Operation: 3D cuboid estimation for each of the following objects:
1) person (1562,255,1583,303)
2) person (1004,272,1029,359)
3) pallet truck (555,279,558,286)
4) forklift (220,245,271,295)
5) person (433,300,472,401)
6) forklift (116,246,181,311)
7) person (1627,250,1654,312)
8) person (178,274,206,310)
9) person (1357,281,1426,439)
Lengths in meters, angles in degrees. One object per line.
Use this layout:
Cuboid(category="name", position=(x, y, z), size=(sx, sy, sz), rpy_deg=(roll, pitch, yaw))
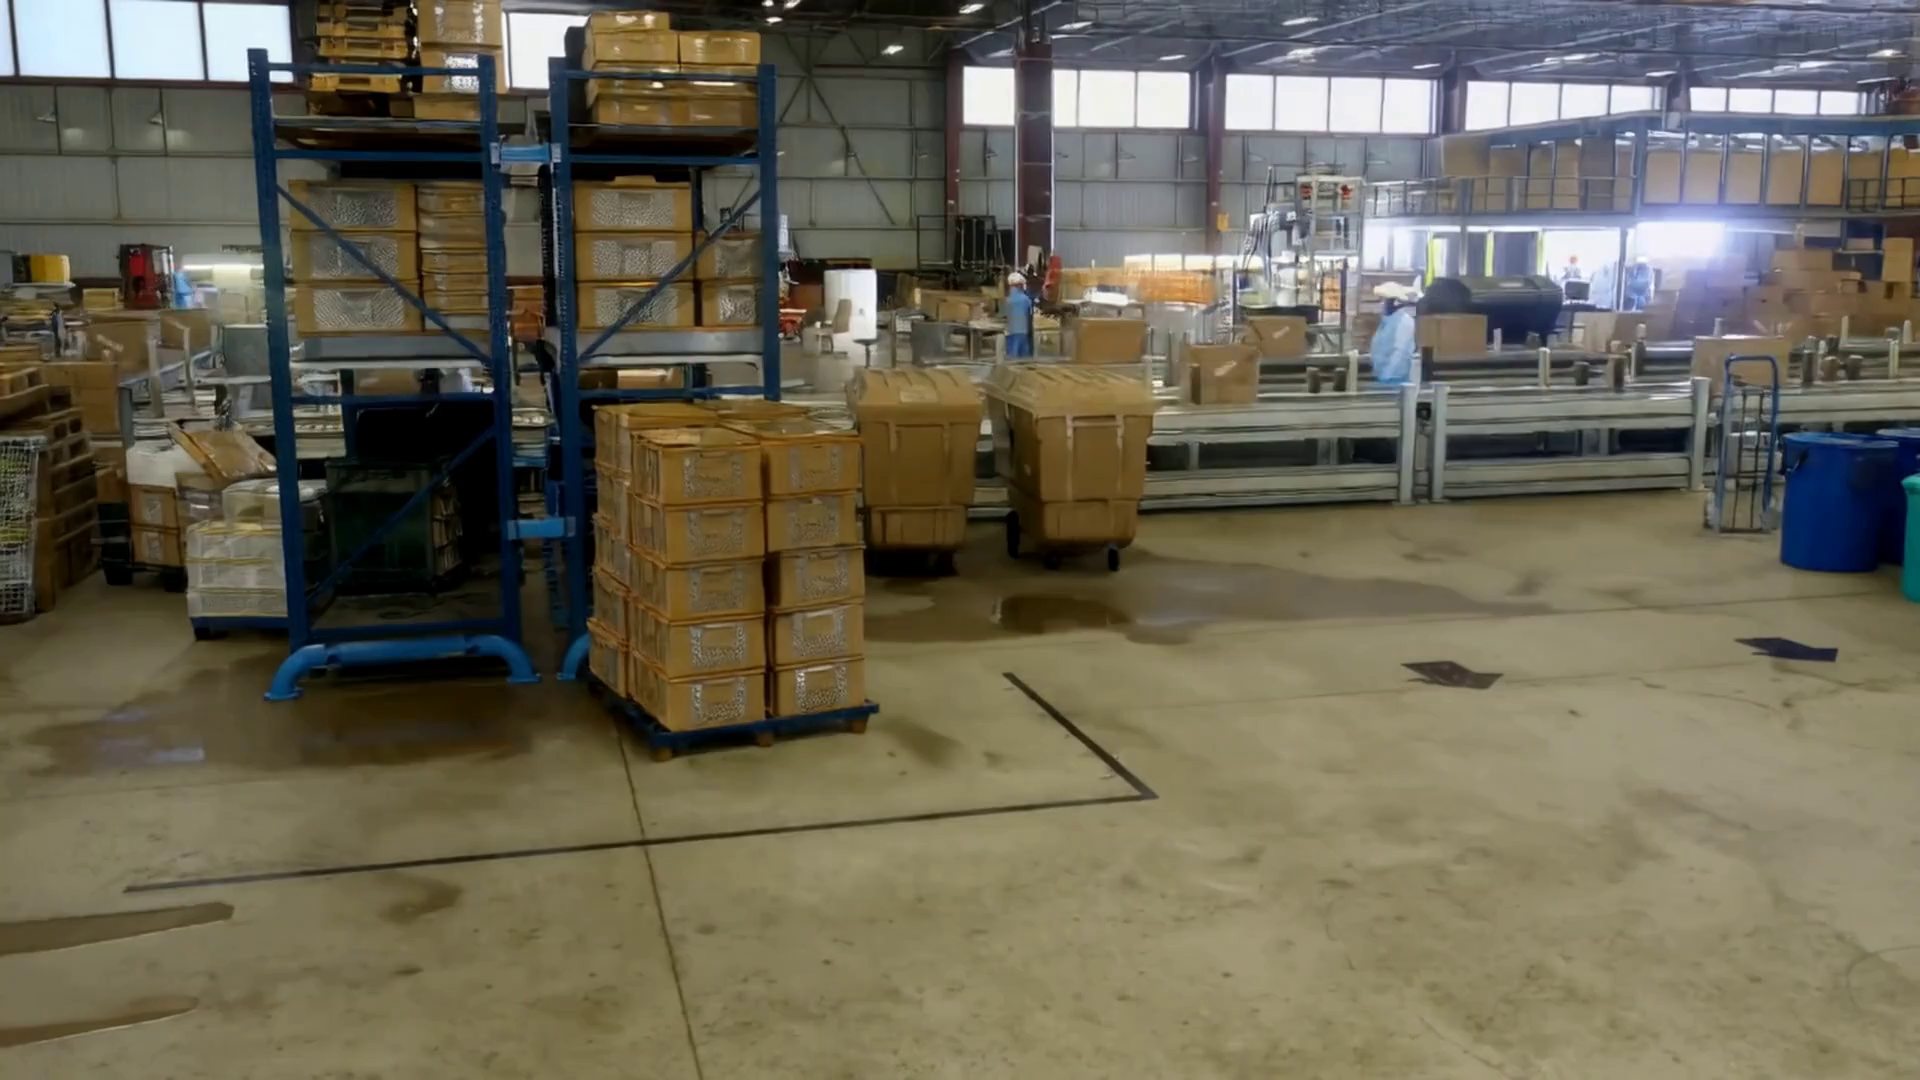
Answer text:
Cuboid(category="person", position=(19.102, -7.933, 51.790), size=(0.591, 1.837, 0.946), rpy_deg=(-1, 10, -8))
Cuboid(category="person", position=(0.771, -2.881, 23.426), size=(0.317, 1.766, 0.533), rpy_deg=(7, 12, 36))
Cuboid(category="pallet truck", position=(-10.604, -6.375, 44.520), size=(0.653, 1.274, 1.630), rpy_deg=(-3, 10, -15))
Cuboid(category="forklift", position=(-17.749, -6.334, 41.440), size=(1.157, 1.987, 2.680), rpy_deg=(-3, 10, -17))
Cuboid(category="person", position=(-4.345, -1.232, 14.339), size=(0.378, 1.684, 0.534), rpy_deg=(-5, 11, -26))
Cuboid(category="forklift", position=(-19.966, -6.232, 40.894), size=(1.157, 1.987, 2.680), rpy_deg=(-3, 10, -15))
Cuboid(category="person", position=(16.951, -6.204, 41.485), size=(0.608, 2.034, 0.397), rpy_deg=(2, 10, 13))
Cuboid(category="person", position=(-16.839, -5.249, 36.710), size=(0.614, 1.803, 0.741), rpy_deg=(4, 11, 24))
Cuboid(category="person", position=(4.271, -1.655, 16.444), size=(0.923, 1.788, 0.595), rpy_deg=(-2, 10, -11))
